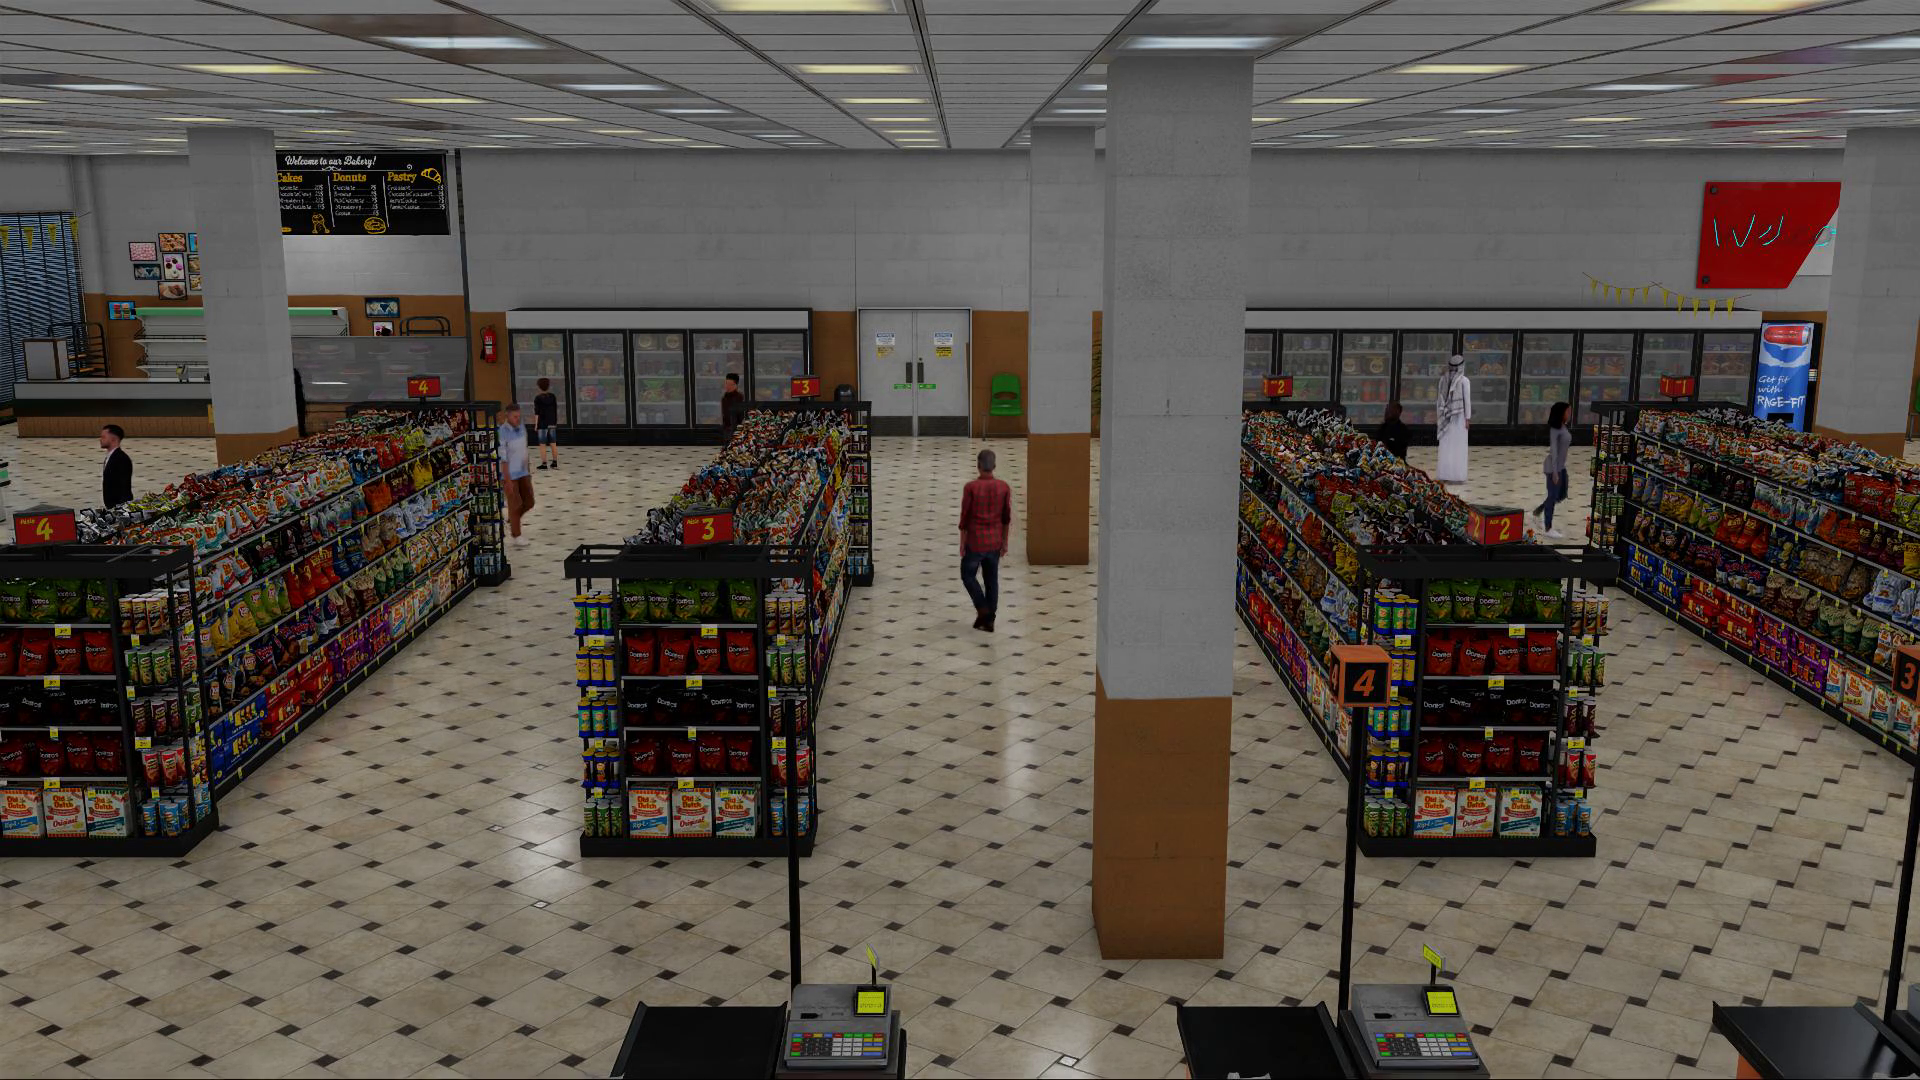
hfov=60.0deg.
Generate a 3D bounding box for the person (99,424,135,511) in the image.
[{"bbox_3d":[-9.114,-0.349,18.078,0.801,1.844,0.697,-8,14,-34],"label":"person"}]

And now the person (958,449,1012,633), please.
[{"bbox_3d":[0.259,0.037,16.315,0.820,1.816,0.873,-4,12,-18],"label":"person"}]

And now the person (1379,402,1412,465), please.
[{"bbox_3d":[5.298,-0.772,20.185,0.888,1.803,0.897,-3,12,-15],"label":"person"}]

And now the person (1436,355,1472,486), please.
[{"bbox_3d":[7.343,-1.796,24.747,0.795,1.926,0.855,12,17,44],"label":"person"}]

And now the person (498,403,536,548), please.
[{"bbox_3d":[-5.518,-0.805,20.380,0.984,1.787,0.922,4,13,20],"label":"person"}]

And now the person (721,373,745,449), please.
[{"bbox_3d":[-3.240,-1.516,23.843,0.971,1.752,0.886,-7,14,-31],"label":"person"}]

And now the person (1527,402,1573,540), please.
[{"bbox_3d":[7.366,-0.879,20.884,0.875,1.726,0.828,8,15,35],"label":"person"}]

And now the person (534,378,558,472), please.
[{"bbox_3d":[-6.480,-1.822,26.024,0.625,1.451,0.681,-11,16,-42],"label":"person"}]
